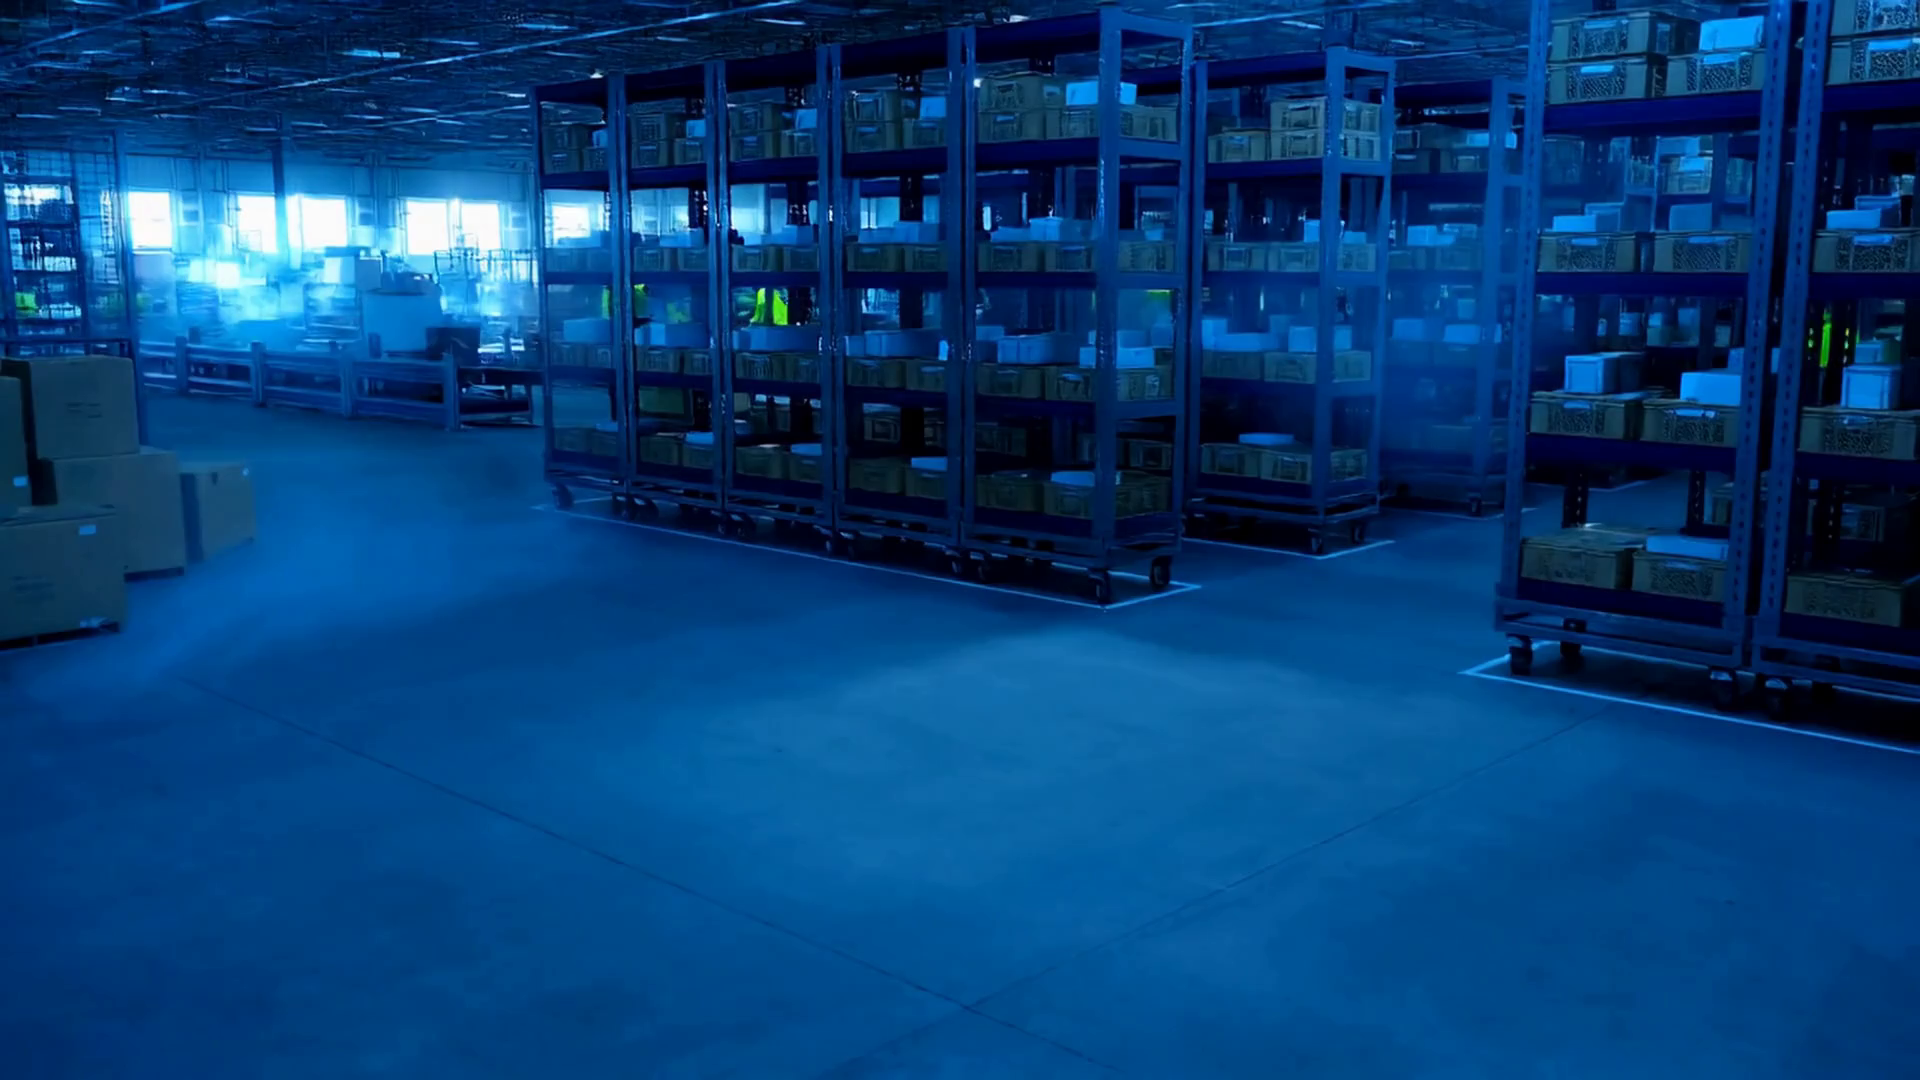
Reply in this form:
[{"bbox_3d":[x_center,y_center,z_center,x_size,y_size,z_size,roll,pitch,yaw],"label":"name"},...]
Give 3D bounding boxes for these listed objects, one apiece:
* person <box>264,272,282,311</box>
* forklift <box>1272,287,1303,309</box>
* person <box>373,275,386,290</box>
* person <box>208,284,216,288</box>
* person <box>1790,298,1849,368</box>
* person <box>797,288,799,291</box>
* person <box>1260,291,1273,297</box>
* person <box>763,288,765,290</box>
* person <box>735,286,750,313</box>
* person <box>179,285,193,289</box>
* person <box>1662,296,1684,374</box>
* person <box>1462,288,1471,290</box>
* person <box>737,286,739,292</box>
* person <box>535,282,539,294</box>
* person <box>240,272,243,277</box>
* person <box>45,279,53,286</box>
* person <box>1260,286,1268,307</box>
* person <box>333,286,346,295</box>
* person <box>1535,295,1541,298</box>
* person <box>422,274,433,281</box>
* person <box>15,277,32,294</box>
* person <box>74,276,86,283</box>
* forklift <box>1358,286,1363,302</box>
[{"bbox_3d":[-22.098,-7.616,53.444,0.607,1.962,0.366,2,9,11],"label":"person"},{"bbox_3d":[10.769,-8.203,54.240,1.129,2.768,1.873,8,12,42],"label":"forklift"},{"bbox_3d":[-19.412,-7.911,55.530,0.594,1.888,0.972,5,10,27],"label":"person"},{"bbox_3d":[-36.675,-12.192,81.621,0.383,1.922,0.593,0,9,1],"label":"person"},{"bbox_3d":[8.264,-1.437,15.988,0.690,1.827,0.566,-8,12,-41],"label":"person"},{"bbox_3d":[-6.498,-9.835,67.910,0.438,1.684,0.541,-9,13,-43],"label":"person"},{"bbox_3d":[10.407,-8.054,56.383,0.559,1.880,1.036,8,12,41],"label":"person"},{"bbox_3d":[-8.893,-11.345,77.429,0.533,1.588,0.853,-5,11,-29],"label":"person"},{"bbox_3d":[-6.488,-6.832,49.676,0.463,1.617,0.527,9,13,42],"label":"person"},{"bbox_3d":[-27.044,-8.335,58.098,0.547,1.895,0.997,3,10,20],"label":"person"},{"bbox_3d":[10.246,-2.758,23.765,0.482,1.932,0.614,8,12,41],"label":"person"},{"bbox_3d":[17.011,-7.923,55.843,0.599,1.794,0.919,-8,12,-40],"label":"person"},{"bbox_3d":[-11.749,-13.351,88.825,0.492,1.895,0.681,-1,9,-5],"label":"person"},{"bbox_3d":[-16.103,-9.303,64.060,0.532,1.876,0.321,3,10,16],"label":"person"},{"bbox_3d":[-37.171,-12.949,86.222,0.545,1.938,0.361,8,12,41],"label":"person"},{"bbox_3d":[-30.137,-7.796,55.156,0.383,1.754,0.543,-9,13,-44],"label":"person"},{"bbox_3d":[8.650,-6.427,47.107,0.881,1.651,0.542,8,12,40],"label":"person"},{"bbox_3d":[-23.588,-9.193,63.345,0.600,1.893,0.823,4,10,24],"label":"person"},{"bbox_3d":[15.347,-6.145,44.900,0.583,1.817,0.419,-1,9,-7],"label":"person"},{"bbox_3d":[-25.927,-12.049,81.009,0.623,1.841,0.430,0,9,2],"label":"person"},{"bbox_3d":[-31.002,-7.825,55.089,0.520,1.852,0.785,-7,12,-37],"label":"person"},{"bbox_3d":[-45.077,-12.828,85.302,0.396,1.992,0.623,4,10,25],"label":"person"},{"bbox_3d":[11.100,-7.017,46.970,1.873,2.768,1.129,9,13,43],"label":"forklift"}]
